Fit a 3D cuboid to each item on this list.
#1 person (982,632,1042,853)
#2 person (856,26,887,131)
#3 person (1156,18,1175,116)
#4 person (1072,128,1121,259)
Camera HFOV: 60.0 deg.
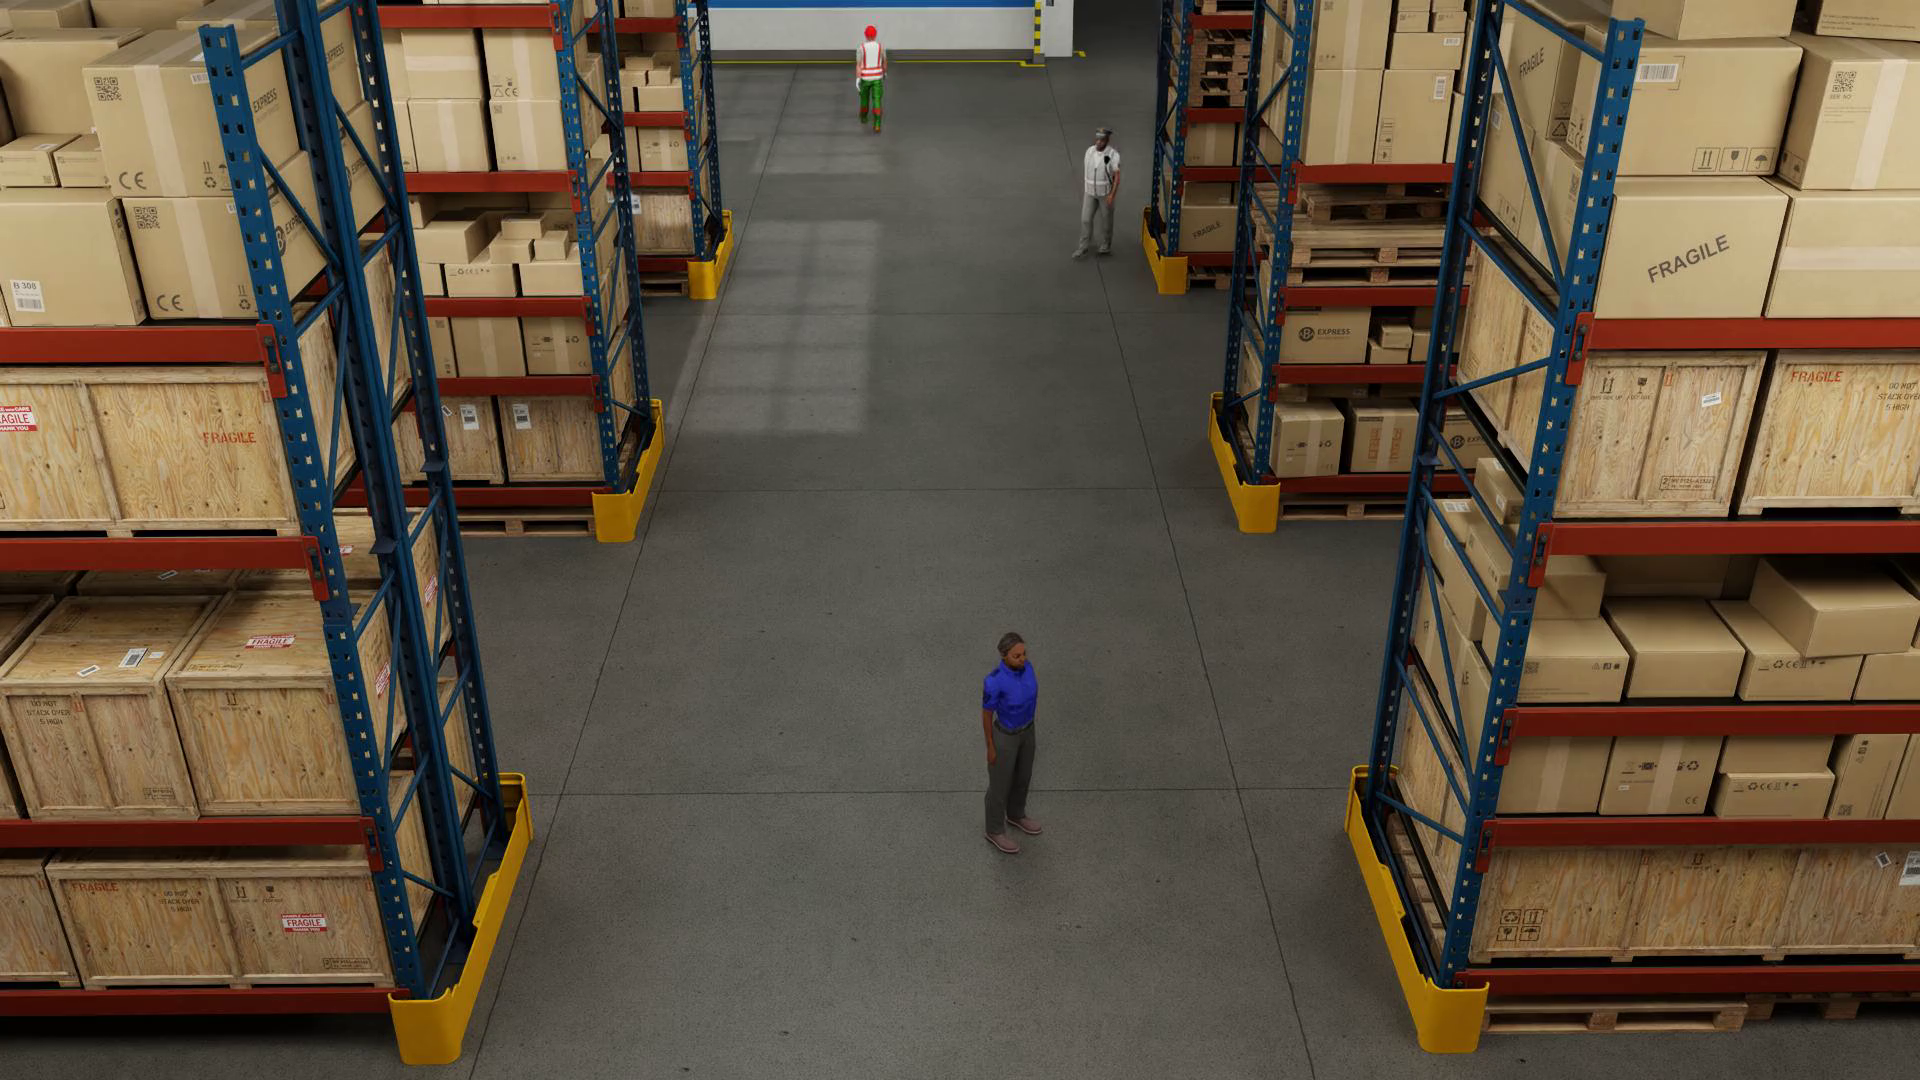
[{"bbox_3d":[0.374,1.367,11.475,0.334,1.660,0.438,23,36,36],"label":"person"},{"bbox_3d":[-1.540,-8.037,28.839,0.582,1.752,1.006,-6,29,-11],"label":"person"},{"bbox_3d":[3.718,-8.470,29.644,0.414,1.780,0.567,5,29,9],"label":"person"},{"bbox_3d":[1.891,-4.732,22.667,0.541,1.755,0.796,11,30,20],"label":"person"}]
